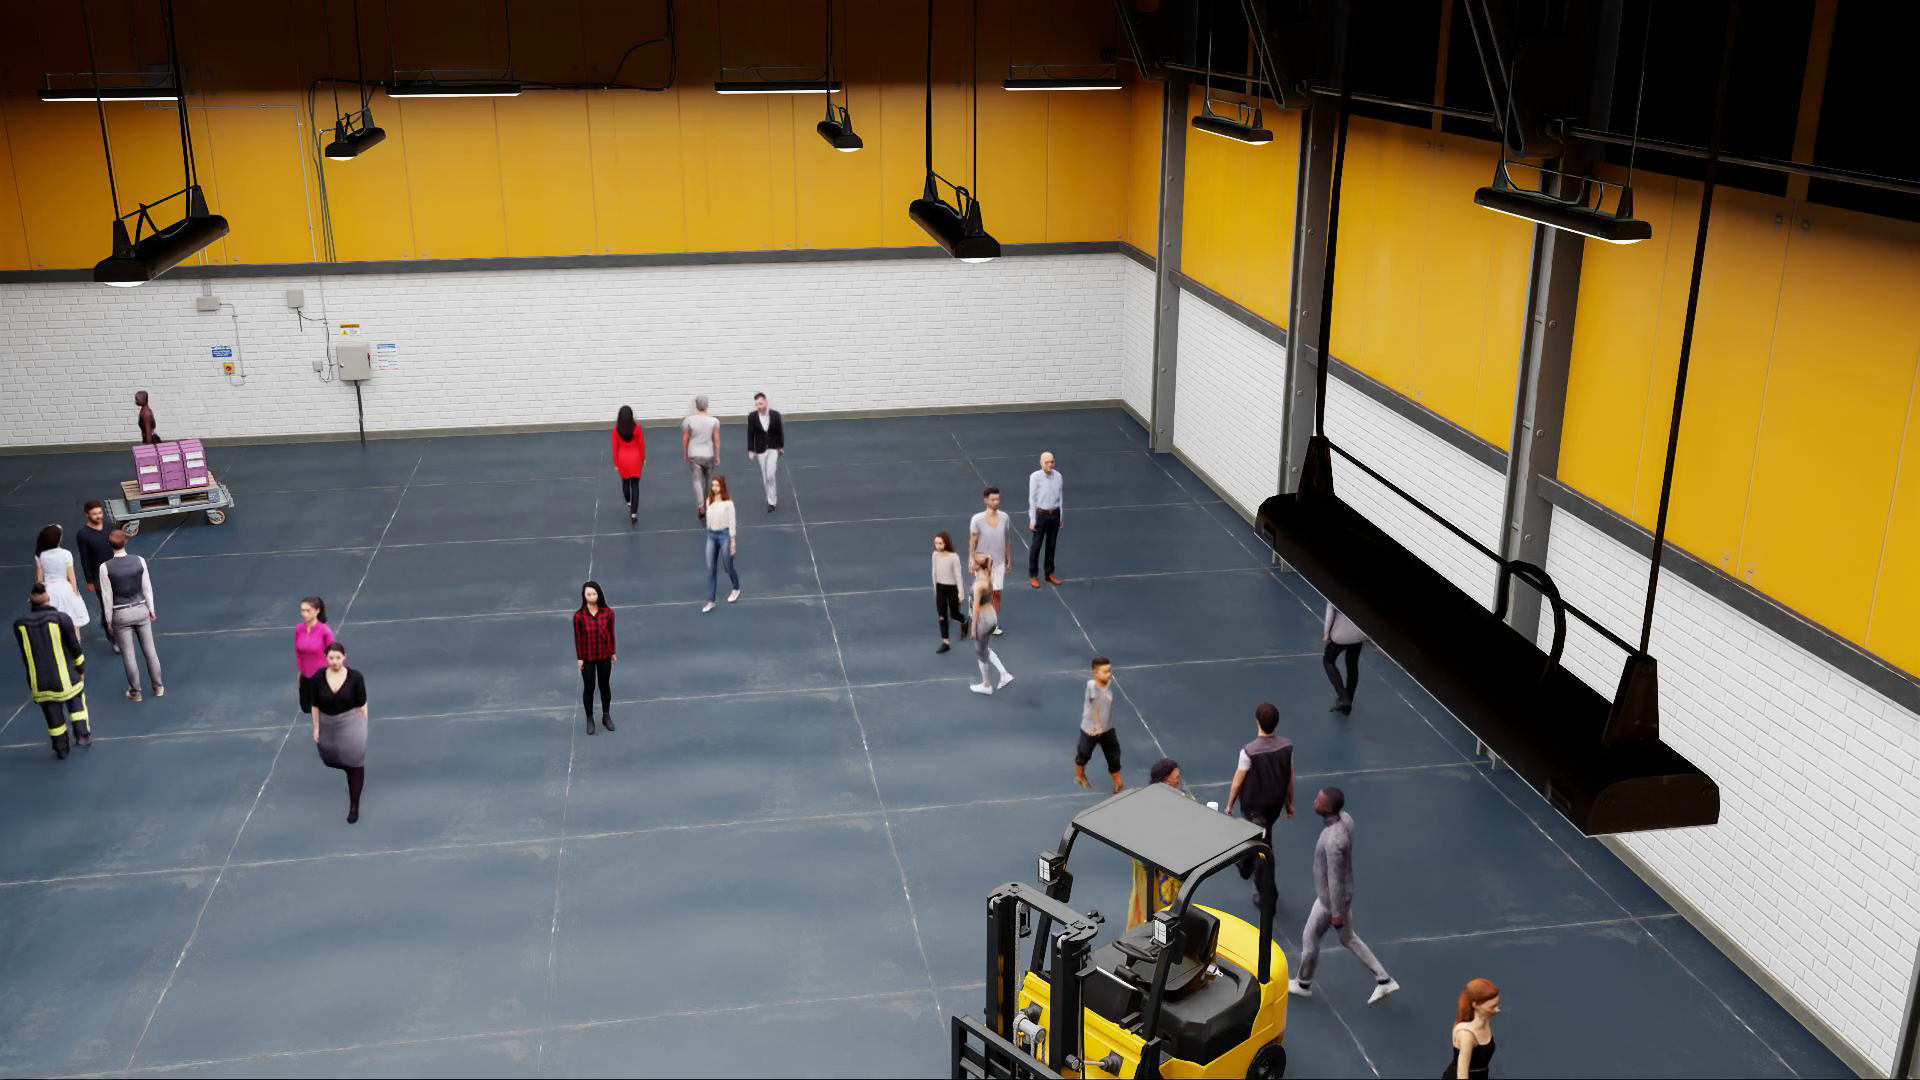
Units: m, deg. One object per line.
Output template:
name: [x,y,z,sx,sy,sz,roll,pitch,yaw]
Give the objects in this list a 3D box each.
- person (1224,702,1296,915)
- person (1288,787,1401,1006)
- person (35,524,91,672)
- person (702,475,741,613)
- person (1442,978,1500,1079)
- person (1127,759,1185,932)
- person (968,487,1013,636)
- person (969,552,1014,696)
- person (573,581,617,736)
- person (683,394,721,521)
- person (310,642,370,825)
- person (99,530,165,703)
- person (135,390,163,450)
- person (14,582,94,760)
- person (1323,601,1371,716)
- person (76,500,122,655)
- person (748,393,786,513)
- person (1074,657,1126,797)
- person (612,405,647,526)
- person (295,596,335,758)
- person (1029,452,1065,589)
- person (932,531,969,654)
person: [2.589,2.282,13.946,0.833,1.821,1.126,-7,20,-21]
person: [2.934,2.747,12.609,1.183,1.793,1.236,8,20,22]
person: [-10.085,0.743,18.570,0.709,1.787,0.934,-3,19,-10]
person: [-2.963,-0.001,20.904,0.909,1.707,1.056,8,20,21]
person: [3.224,3.510,10.626,0.974,1.612,0.937,15,23,37]
person: [1.608,2.550,13.432,0.974,1.641,1.019,-13,22,-33]
person: [0.308,0.228,20.021,0.854,1.837,0.985,-9,21,-25]
person: [0.345,0.935,18.154,0.852,1.689,0.807,10,21,27]
person: [-3.819,1.209,17.389,0.636,1.658,0.594,-8,20,-24]
person: [-3.775,-1.182,24.272,0.710,1.797,1.144,-4,19,-11]
person: [-5.809,1.760,15.628,0.676,1.737,1.004,-3,19,-8]
person: [-9.055,0.807,18.143,0.745,1.938,0.738,-15,24,-37]
person: [-12.057,-1.410,25.021,0.776,1.751,0.667,-11,22,-30]
person: [-9.136,1.337,16.703,0.786,1.852,0.772,-6,19,-16]
person: [4.146,1.001,17.611,0.759,1.910,0.743,-4,19,-12]
person: [-10.030,0.412,19.445,0.940,1.856,0.883,12,22,31]
person: [-2.844,-1.340,24.743,0.803,1.795,1.097,-2,19,-6]
person: [1.279,1.746,16.156,0.834,1.427,1.038,-13,22,-33]
person: [-4.761,-1.049,24.044,0.625,1.689,1.092,-3,19,-8]
person: [-6.486,1.347,16.922,0.713,1.694,0.792,3,19,10]
person: [1.121,-0.282,21.608,0.690,1.790,0.627,-8,20,-22]
person: [-0.102,0.578,19.563,0.895,1.465,0.998,8,20,23]
